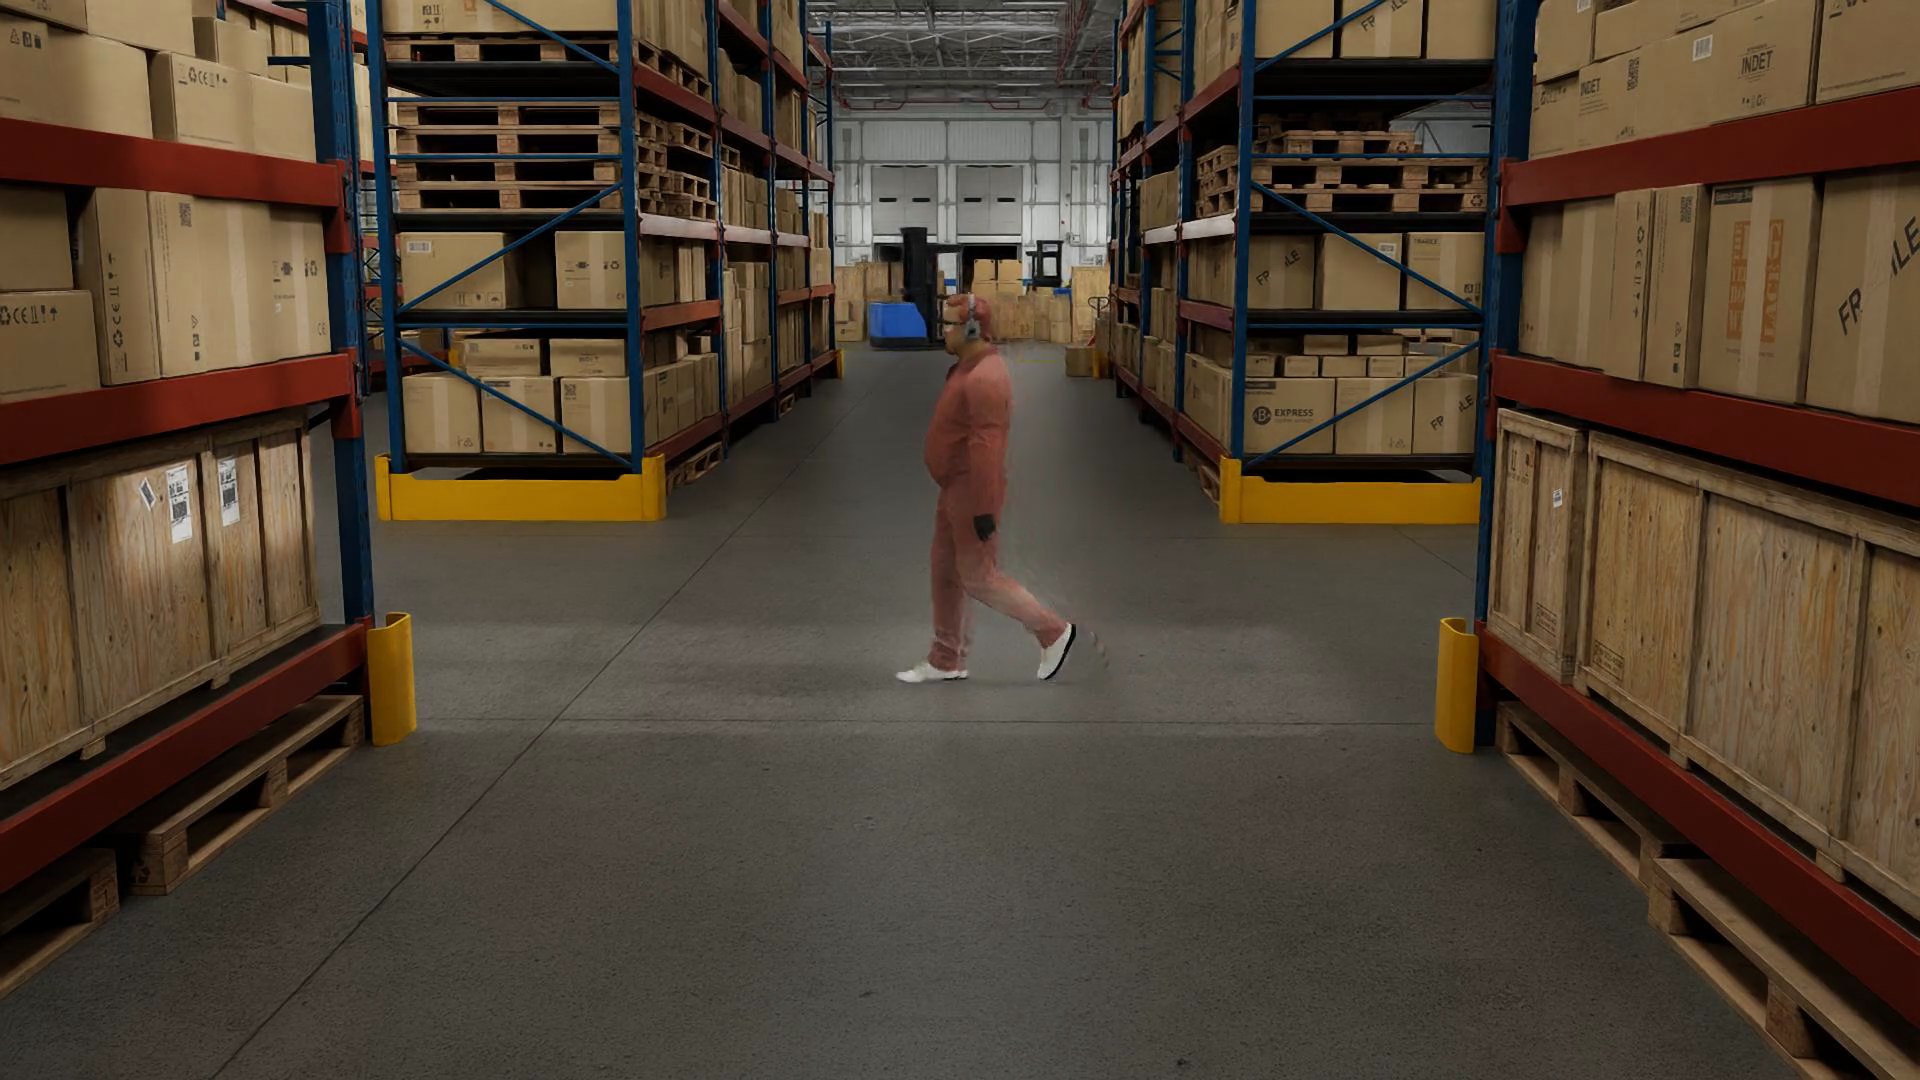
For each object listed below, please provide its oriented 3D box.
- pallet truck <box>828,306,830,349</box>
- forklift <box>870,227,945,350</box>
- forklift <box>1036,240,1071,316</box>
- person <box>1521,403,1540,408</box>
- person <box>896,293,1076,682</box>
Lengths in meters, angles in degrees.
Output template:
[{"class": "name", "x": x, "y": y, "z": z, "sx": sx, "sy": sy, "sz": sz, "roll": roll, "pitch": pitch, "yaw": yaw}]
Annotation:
[{"class": "pallet truck", "x": -3.100, "y": -3.940, "z": 29.800, "sx": 1.885, "sy": 1.965, "sz": 0.823, "roll": 3, "pitch": 10, "yaw": 19}, {"class": "forklift", "x": -1.061, "y": -5.825, "z": 38.457, "sx": 1.873, "sy": 2.768, "sz": 1.129, "roll": -4, "pitch": 10, "yaw": -20}, {"class": "forklift", "x": 3.266, "y": -9.539, "z": 60.701, "sx": 1.129, "sy": 2.768, "sz": 1.873, "roll": -3, "pitch": 10, "yaw": -19}, {"class": "person", "x": 4.289, "y": -0.897, "z": 11.928, "sx": 0.840, "sy": 1.883, "sz": 0.641, "roll": 0, "pitch": 9, "yaw": 1}, {"class": "person", "x": 0.120, "y": -0.226, "z": 7.911, "sx": 0.780, "sy": 1.885, "sz": 0.651, "roll": -1, "pitch": 10, "yaw": -6}]
